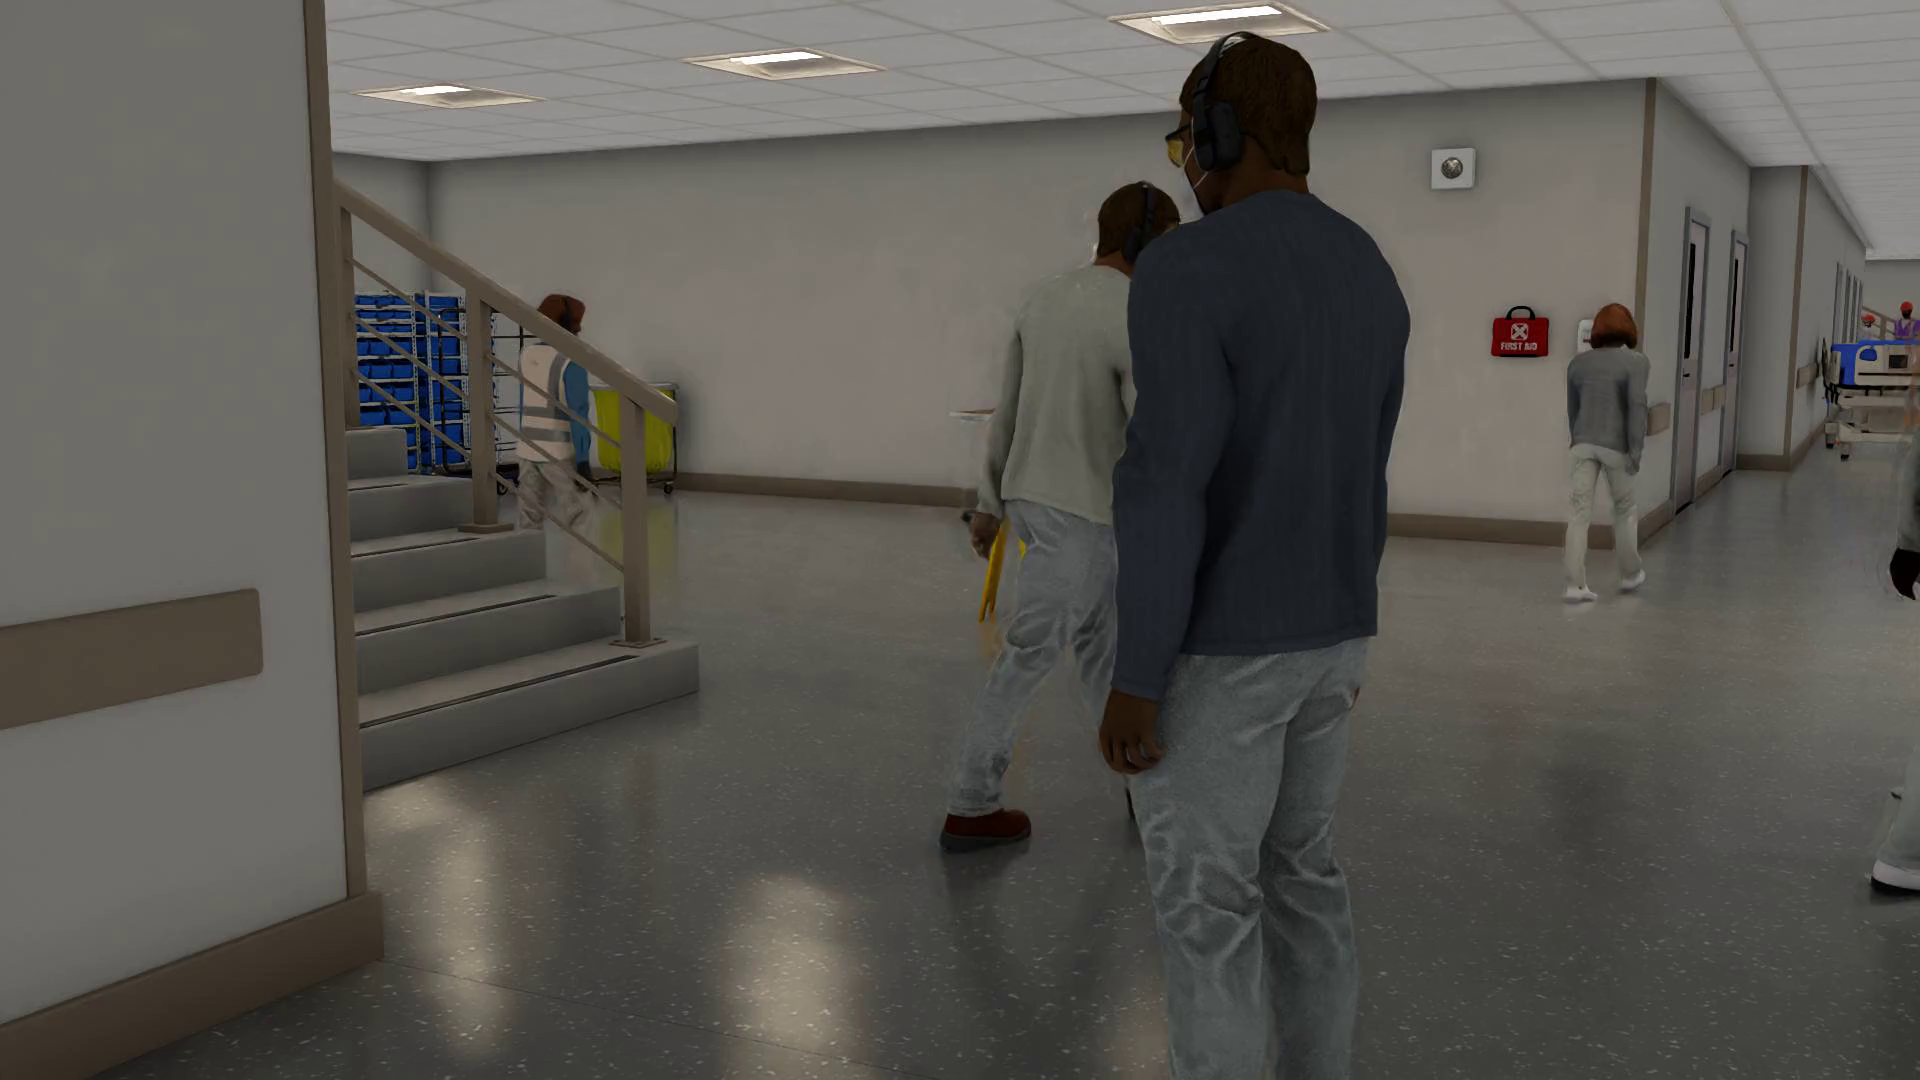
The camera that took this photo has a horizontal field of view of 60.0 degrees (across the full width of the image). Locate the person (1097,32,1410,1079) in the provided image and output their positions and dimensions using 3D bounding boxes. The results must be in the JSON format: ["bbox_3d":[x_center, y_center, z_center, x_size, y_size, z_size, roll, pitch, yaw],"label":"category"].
[{"bbox_3d":[0.463,0.177,2.647,0.386,1.928,0.636,7,10,43],"label":"person"}]

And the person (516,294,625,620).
[{"bbox_3d":[-1.972,-0.395,8.201,0.661,1.620,0.367,6,9,38],"label":"person"}]

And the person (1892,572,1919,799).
[{"bbox_3d":[3.102,0.007,5.012,0.520,1.645,0.307,-2,8,-17],"label":"person"}]

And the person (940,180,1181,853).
[{"bbox_3d":[0.381,-0.064,4.709,1.006,1.862,0.633,-3,8,-24],"label":"person"}]

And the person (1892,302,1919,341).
[{"bbox_3d":[19.910,-4.044,35.061,0.363,1.937,0.547,-5,9,-32],"label":"person"}]

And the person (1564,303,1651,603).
[{"bbox_3d":[3.475,-0.473,8.921,0.820,1.579,0.502,-7,10,-44],"label":"person"}]

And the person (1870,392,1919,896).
[{"bbox_3d":[2.800,-0.012,4.243,0.955,1.873,0.614,-1,8,-10],"label":"person"}]
